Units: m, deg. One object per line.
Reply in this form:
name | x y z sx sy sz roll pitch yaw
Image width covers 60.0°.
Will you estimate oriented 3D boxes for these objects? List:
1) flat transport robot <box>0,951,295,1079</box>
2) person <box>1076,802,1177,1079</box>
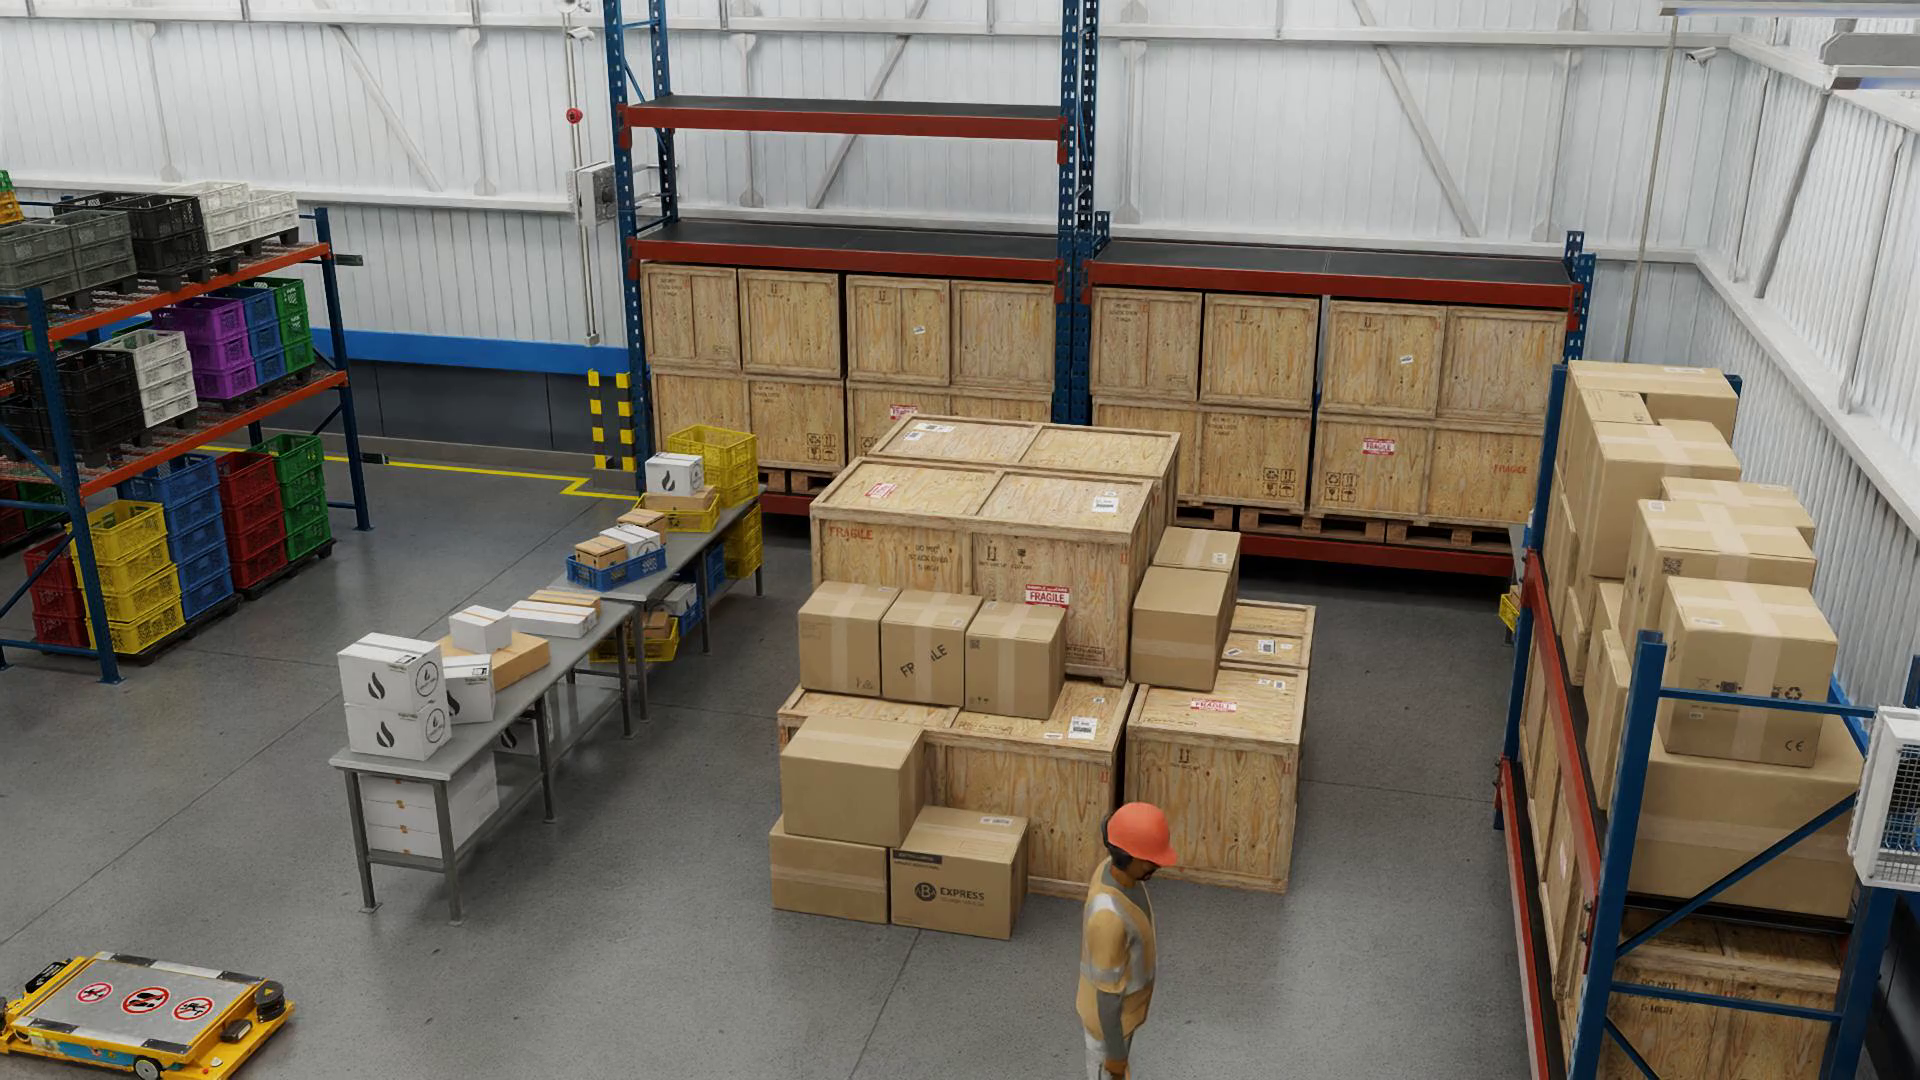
flat transport robot | -4.270 2.464 8.601 1.431 0.231 0.659 5 22 13
person | 0.710 2.043 7.235 0.396 2.032 0.604 4 21 11
